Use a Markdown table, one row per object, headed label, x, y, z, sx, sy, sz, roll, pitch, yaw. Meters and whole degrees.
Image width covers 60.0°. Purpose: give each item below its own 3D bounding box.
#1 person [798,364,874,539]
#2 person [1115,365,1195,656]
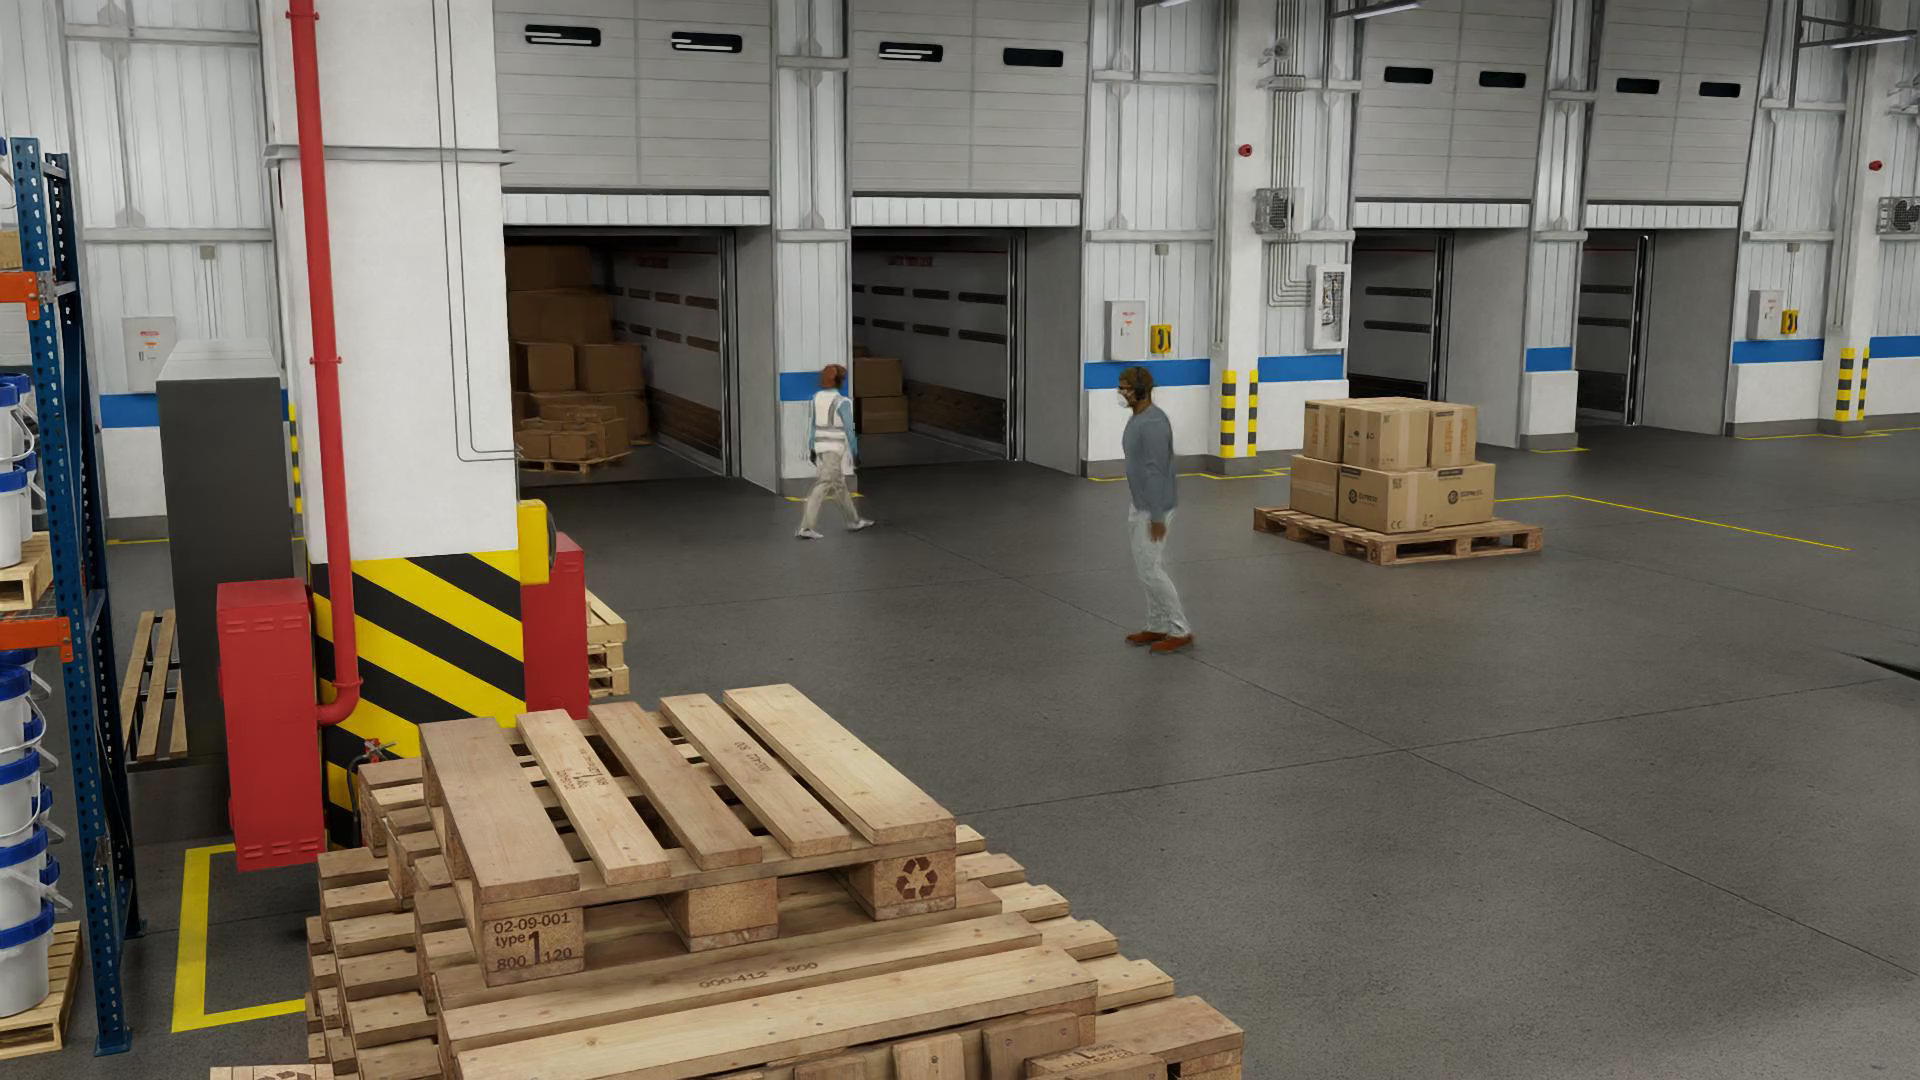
| label | x | y | z | sx | sy | sz | roll | pitch | yaw |
| --- | --- | --- | --- | --- | --- | --- | --- | --- | --- |
| person | -1.138 | -0.810 | 15.199 | 0.884 | 1.583 | 0.531 | -8 | 13 | -37 |
| person | 1.270 | -0.198 | 10.978 | 0.524 | 1.911 | 0.640 | -1 | 10 | -7 |
